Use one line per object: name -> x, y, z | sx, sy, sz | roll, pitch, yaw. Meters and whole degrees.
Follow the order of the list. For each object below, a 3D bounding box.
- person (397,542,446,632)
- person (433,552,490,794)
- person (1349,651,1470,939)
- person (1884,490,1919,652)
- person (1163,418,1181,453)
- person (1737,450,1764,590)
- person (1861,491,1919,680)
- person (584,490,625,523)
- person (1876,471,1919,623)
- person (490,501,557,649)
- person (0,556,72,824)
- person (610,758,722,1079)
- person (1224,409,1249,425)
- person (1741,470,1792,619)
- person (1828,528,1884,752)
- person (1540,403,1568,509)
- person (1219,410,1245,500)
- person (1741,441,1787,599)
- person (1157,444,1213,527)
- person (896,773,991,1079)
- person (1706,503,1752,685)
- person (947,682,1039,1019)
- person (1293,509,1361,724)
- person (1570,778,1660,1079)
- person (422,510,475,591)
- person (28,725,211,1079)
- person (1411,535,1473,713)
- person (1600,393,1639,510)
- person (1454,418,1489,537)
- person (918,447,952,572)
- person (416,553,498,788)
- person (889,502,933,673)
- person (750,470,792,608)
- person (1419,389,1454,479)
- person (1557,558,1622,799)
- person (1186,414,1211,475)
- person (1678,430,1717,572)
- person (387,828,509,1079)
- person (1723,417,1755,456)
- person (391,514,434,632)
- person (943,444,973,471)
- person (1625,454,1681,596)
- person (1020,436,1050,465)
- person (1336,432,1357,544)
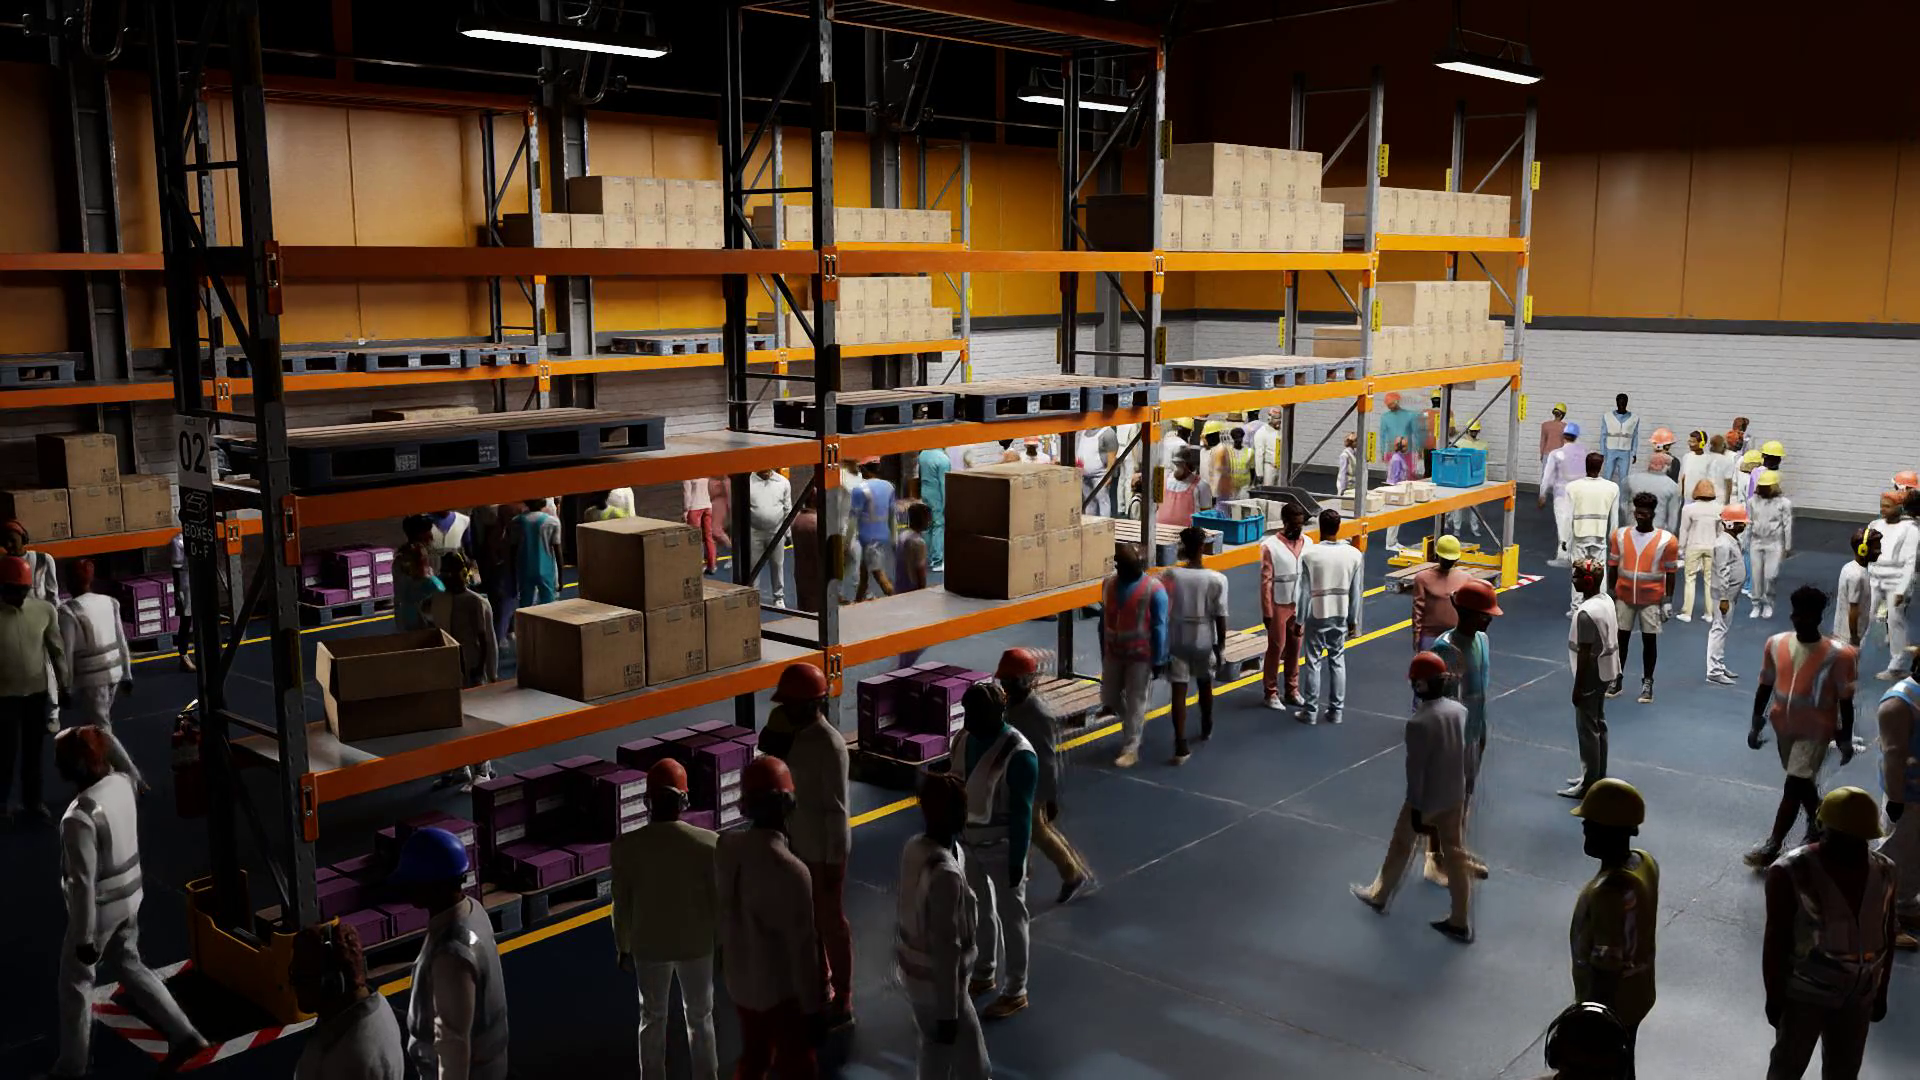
person -> -4.325, 0.914, 13.463 | 0.432, 1.827, 0.560 | -7, 12, -37
person -> -3.835, 1.007, 12.781 | 0.520, 1.873, 0.328 | 7, 12, 36
person -> 2.811, 1.523, 10.167 | 0.554, 1.703, 0.855 | -6, 11, -32
person -> 9.925, 0.317, 17.431 | 0.320, 1.692, 0.531 | 3, 10, 17
person -> 3.158, -0.950, 24.316 | 0.388, 1.926, 0.549 | 0, 10, -3
person -> 9.797, -0.250, 20.661 | 0.287, 1.746, 0.487 | 2, 10, 10
person -> 8.873, 0.460, 16.090 | 0.772, 1.854, 0.608 | -4, 10, -21
person -> -3.980, 0.189, 18.280 | 0.542, 1.659, 0.783 | 6, 11, 30
person -> 10.559, 0.079, 18.722 | 0.354, 1.737, 0.573 | 5, 11, 26
person -> -4.497, 0.235, 17.185 | 0.716, 1.945, 0.404 | 1, 10, 4
person -> -6.797, 1.083, 12.030 | 0.478, 1.972, 0.641 | 7, 12, 36
person -> -1.360, 1.889, 7.882 | 0.563, 1.744, 0.336 | -1, 10, -3
person -> 4.843, -1.714, 28.883 | 0.585, 1.918, 0.382 | 5, 11, 26
person -> 9.131, 0.057, 18.875 | 0.513, 1.723, 0.482 | 8, 13, 40
person -> 7.475, 0.820, 13.912 | 0.309, 1.864, 0.534 | 4, 10, 25
person -> 9.829, -1.386, 27.426 | 0.532, 1.754, 0.340 | 8, 12, 39
person -> 4.493, -1.360, 27.332 | 0.492, 1.731, 0.323 | 4, 10, 21
person -> 9.715, -0.241, 20.095 | 0.398, 1.919, 0.586 | 1, 10, 7
person -> 2.441, -0.053, 18.602 | 0.683, 2.000, 0.538 | 5, 11, 26
person -> -0.037, 1.935, 7.256 | 0.456, 1.868, 0.605 | -3, 10, -20
person -> 7.433, 0.511, 16.090 | 0.328, 1.752, 0.563 | 6, 11, 30
person -> 0.152, 1.661, 9.013 | 0.432, 1.836, 0.618 | -8, 13, -40
person -> 3.229, 0.679, 14.637 | 0.599, 1.909, 0.401 | -3, 10, -15
person -> 2.724, 1.943, 7.022 | 0.371, 1.929, 0.584 | 7, 12, 36
person -> -5.291, 0.335, 17.056 | 0.577, 1.789, 0.990 | -5, 11, -29
person -> -4.168, 1.795, 8.120 | 0.799, 1.860, 0.588 | 0, 10, 2
person -> 4.122, 0.819, 14.236 | 0.522, 1.761, 0.321 | -1, 10, -3
person -> 10.819, -1.453, 27.325 | 0.591, 1.919, 0.392 | 2, 10, 11
person -> 7.552, -0.921, 24.607 | 0.525, 1.769, 0.308 | 0, 10, -1
person -> -0.290, -0.528, 21.873 | 0.399, 1.900, 0.645 | -6, 11, -32
person -> -3.870, 1.010, 12.877 | 0.602, 1.828, 0.404 | -1, 10, -3
person -> -0.425, 0.548, 15.657 | 0.422, 1.827, 0.594 | -4, 10, -24
person -> -2.255, -0.089, 19.246 | 0.644, 1.900, 0.399 | -2, 10, -14
person -> 8.035, -1.588, 28.134 | 0.584, 1.918, 0.376 | 1, 10, 7
person -> 4.802, 1.052, 12.630 | 0.392, 1.836, 0.561 | 6, 11, 33
person -> 3.693, -1.192, 25.454 | 0.615, 2.029, 0.409 | 6, 11, 32
person -> 9.681, -0.514, 21.881 | 0.332, 1.866, 0.514 | -5, 11, -28
person -> -1.948, 2.039, 6.420 | 0.415, 1.939, 0.611 | -2, 10, -13
person -> 12.215, -1.113, 26.137 | 0.314, 1.636, 0.515 | -8, 12, -40
person -> -4.592, 0.745, 14.105 | 0.365, 1.960, 0.607 | -8, 12, -40
person -> -0.097, -0.848, 24.061 | 0.586, 1.806, 0.617 | 1, 10, 8
person -> 8.068, -0.089, 19.424 | 0.619, 1.834, 0.963 | 6, 11, 33
person -> 0.980, -0.640, 22.961 | 0.573, 1.749, 0.342 | -1, 10, -4
person -> 5.601, -0.751, 24.005 | 0.324, 1.626, 0.510 | 6, 11, 31
